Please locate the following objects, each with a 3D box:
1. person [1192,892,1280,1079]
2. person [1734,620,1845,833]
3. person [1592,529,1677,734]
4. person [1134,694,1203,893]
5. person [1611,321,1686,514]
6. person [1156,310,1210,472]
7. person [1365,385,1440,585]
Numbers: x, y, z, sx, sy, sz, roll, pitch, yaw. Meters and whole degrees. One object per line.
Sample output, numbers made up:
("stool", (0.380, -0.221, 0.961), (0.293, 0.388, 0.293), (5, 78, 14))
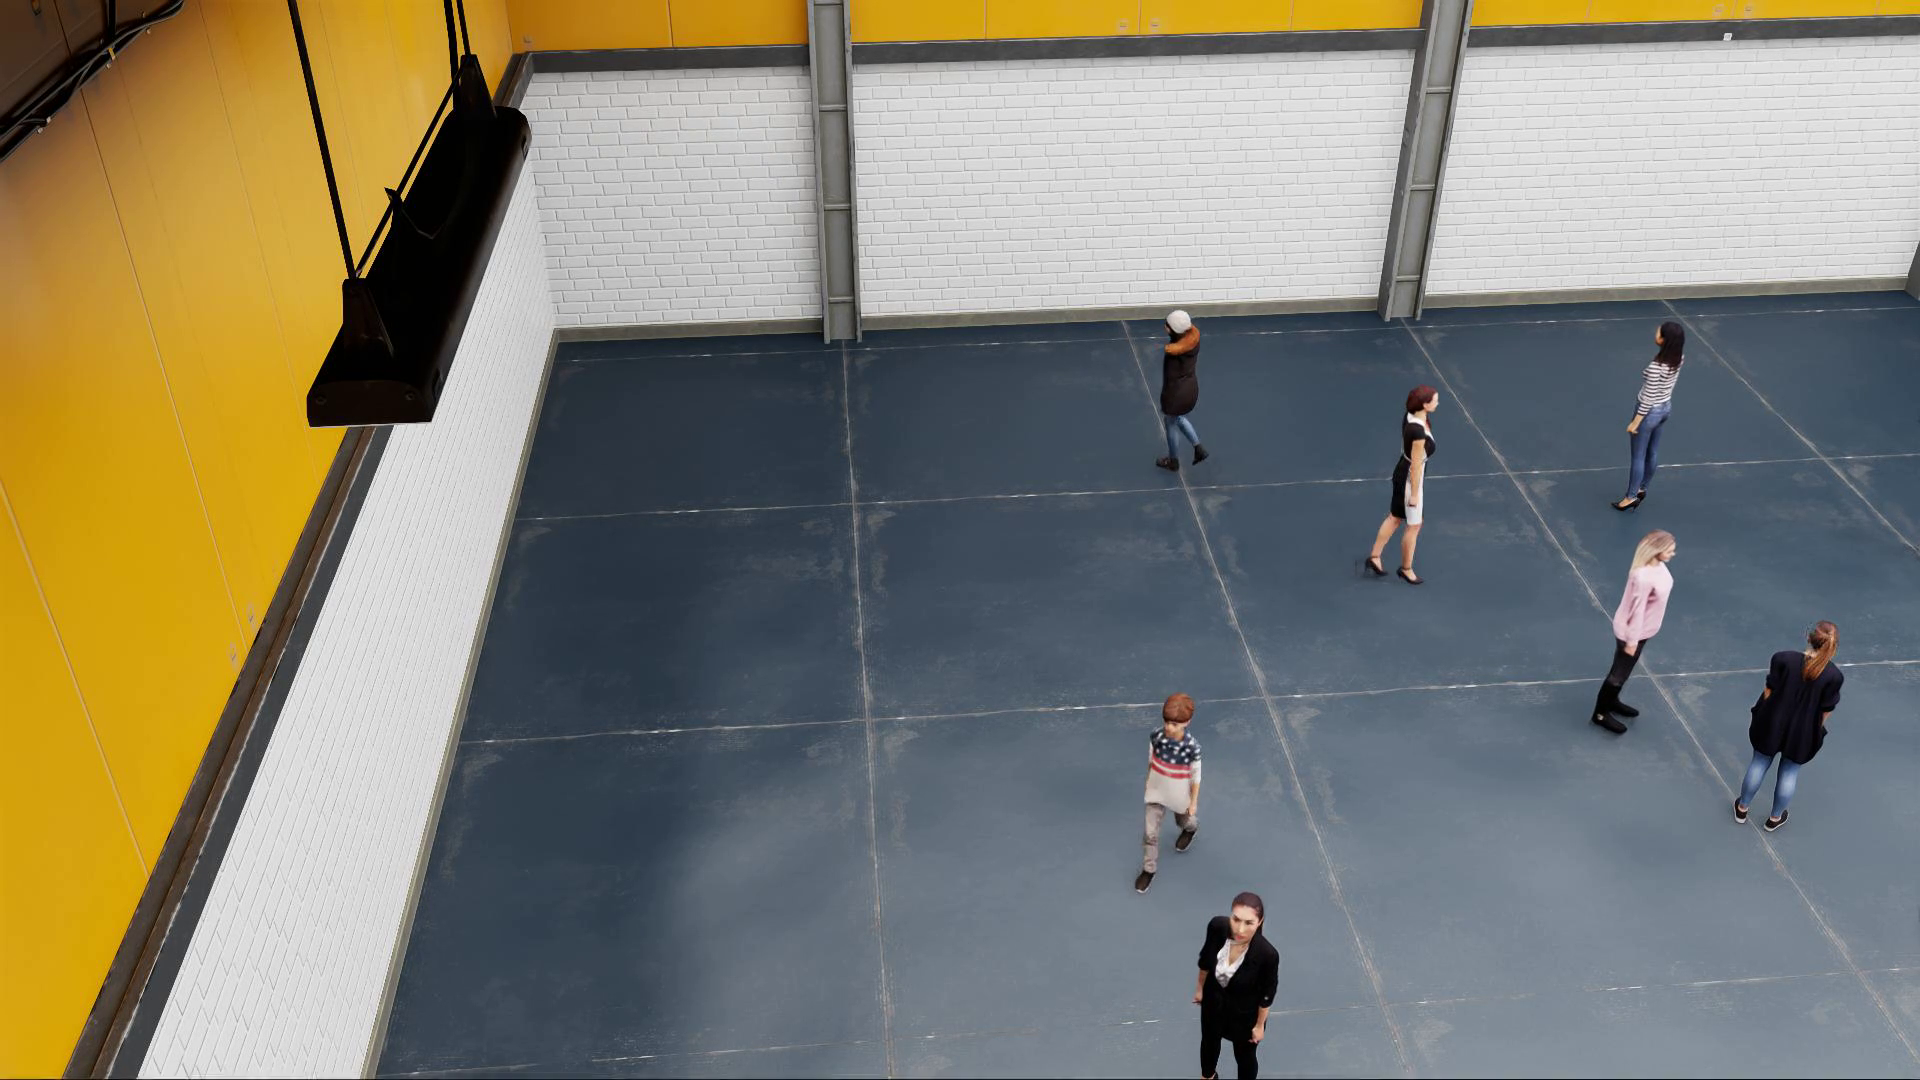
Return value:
("person", (1.484, 2.524, 9.003), (0.693, 1.660, 0.749), (26, 42, 33))
("person", (5.457, 1.218, 10.949), (0.697, 1.680, 0.777), (20, 39, 28))
("person", (4.785, 0.619, 11.847), (0.731, 1.685, 0.692), (19, 38, 26))
("person", (1.385, 1.557, 10.681), (0.944, 1.414, 0.913), (17, 37, 24))
("person", (5.925, -1.051, 14.259), (0.607, 1.796, 0.715), (-24, 40, -31))
("person", (2.010, -1.288, 14.773), (0.908, 1.621, 0.849), (23, 40, 31))
("person", (3.558, -0.442, 13.342), (0.718, 1.797, 0.617), (-1, 34, -1))
